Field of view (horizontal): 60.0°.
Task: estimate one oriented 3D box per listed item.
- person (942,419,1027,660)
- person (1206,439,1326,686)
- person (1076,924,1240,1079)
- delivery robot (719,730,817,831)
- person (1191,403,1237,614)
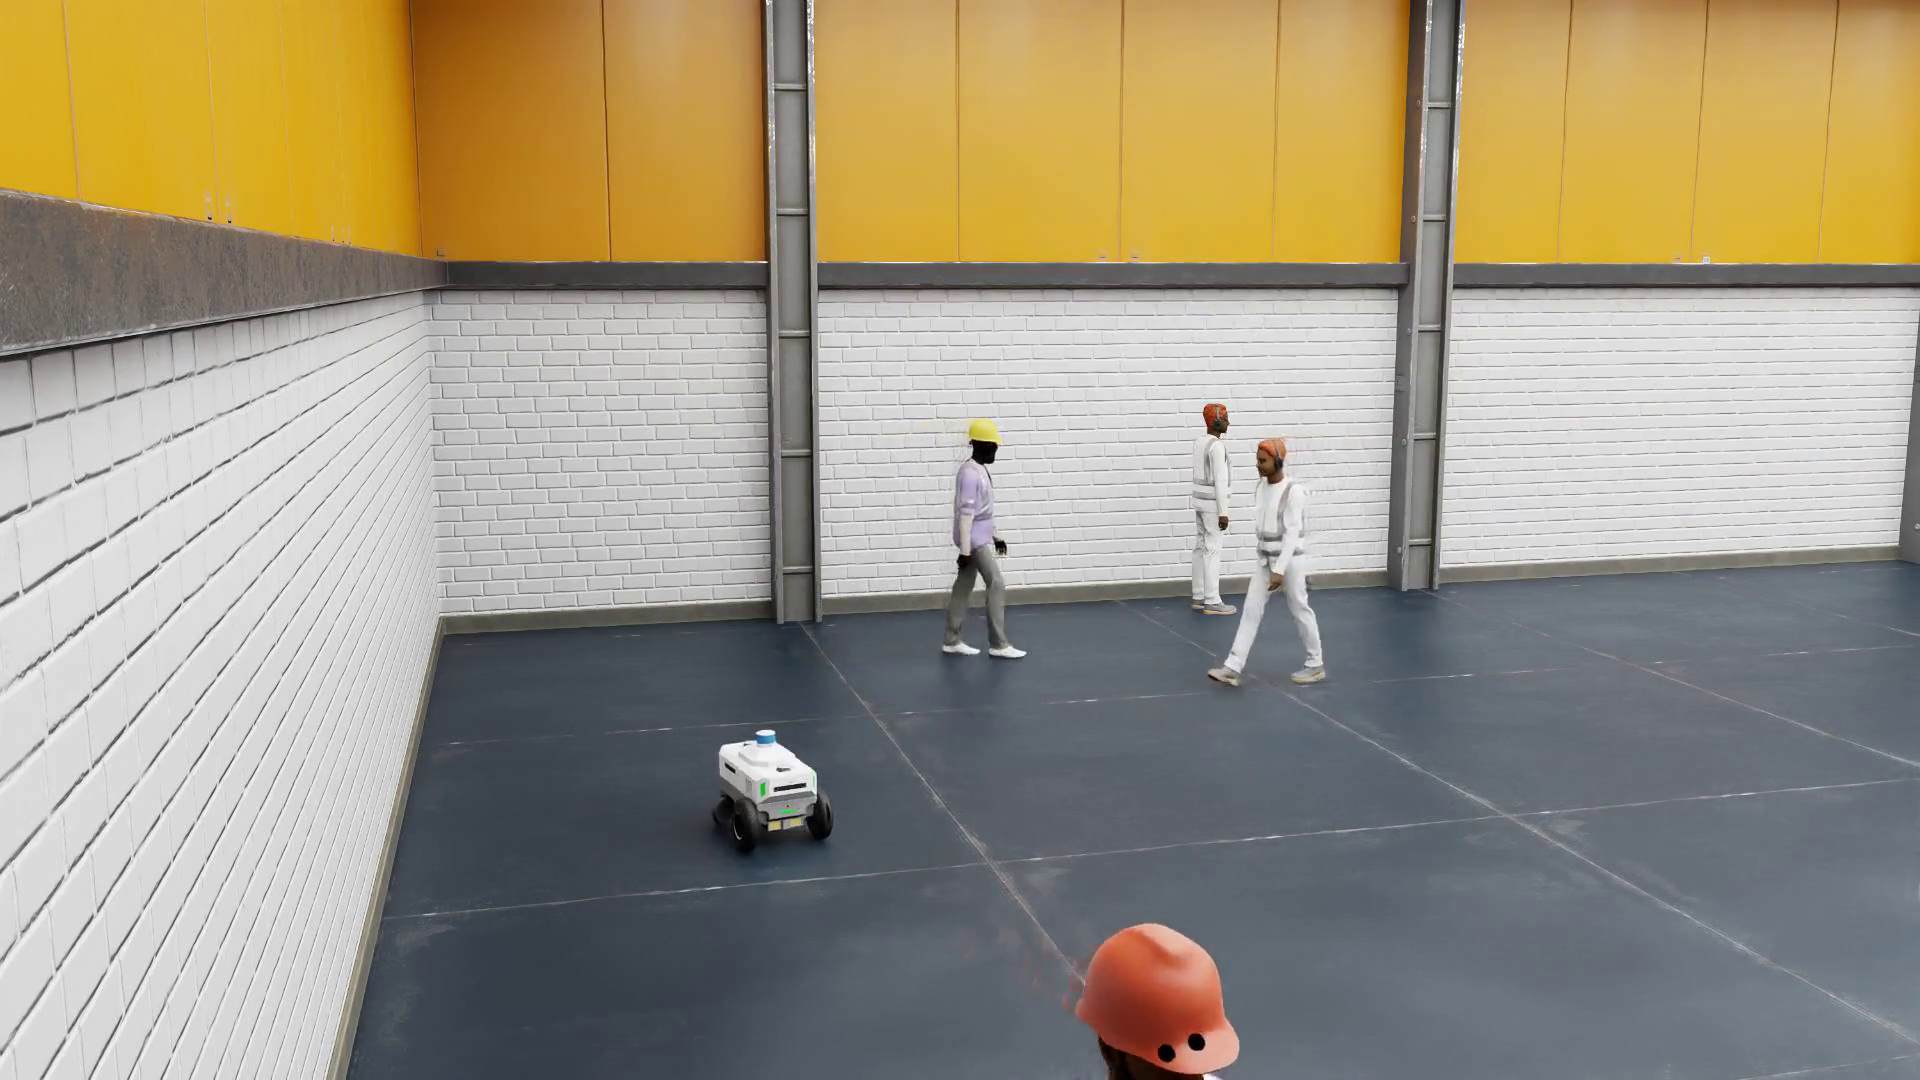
[{"bbox_3d":[0.221,-0.004,13.096,0.816,1.894,0.595,1,9,3],"label":"person"},{"bbox_3d":[2.315,0.176,12.195,0.979,1.836,0.585,-5,10,-29],"label":"person"},{"bbox_3d":[0.308,1.601,3.001,0.547,1.921,0.431,-6,11,-31],"label":"person"},{"bbox_3d":[-1.047,1.273,9.006,0.477,0.478,0.707,-5,10,-26],"label":"delivery robot"},{"bbox_3d":[2.258,-0.280,14.862,0.356,1.883,0.573,-2,9,-14],"label":"person"}]
